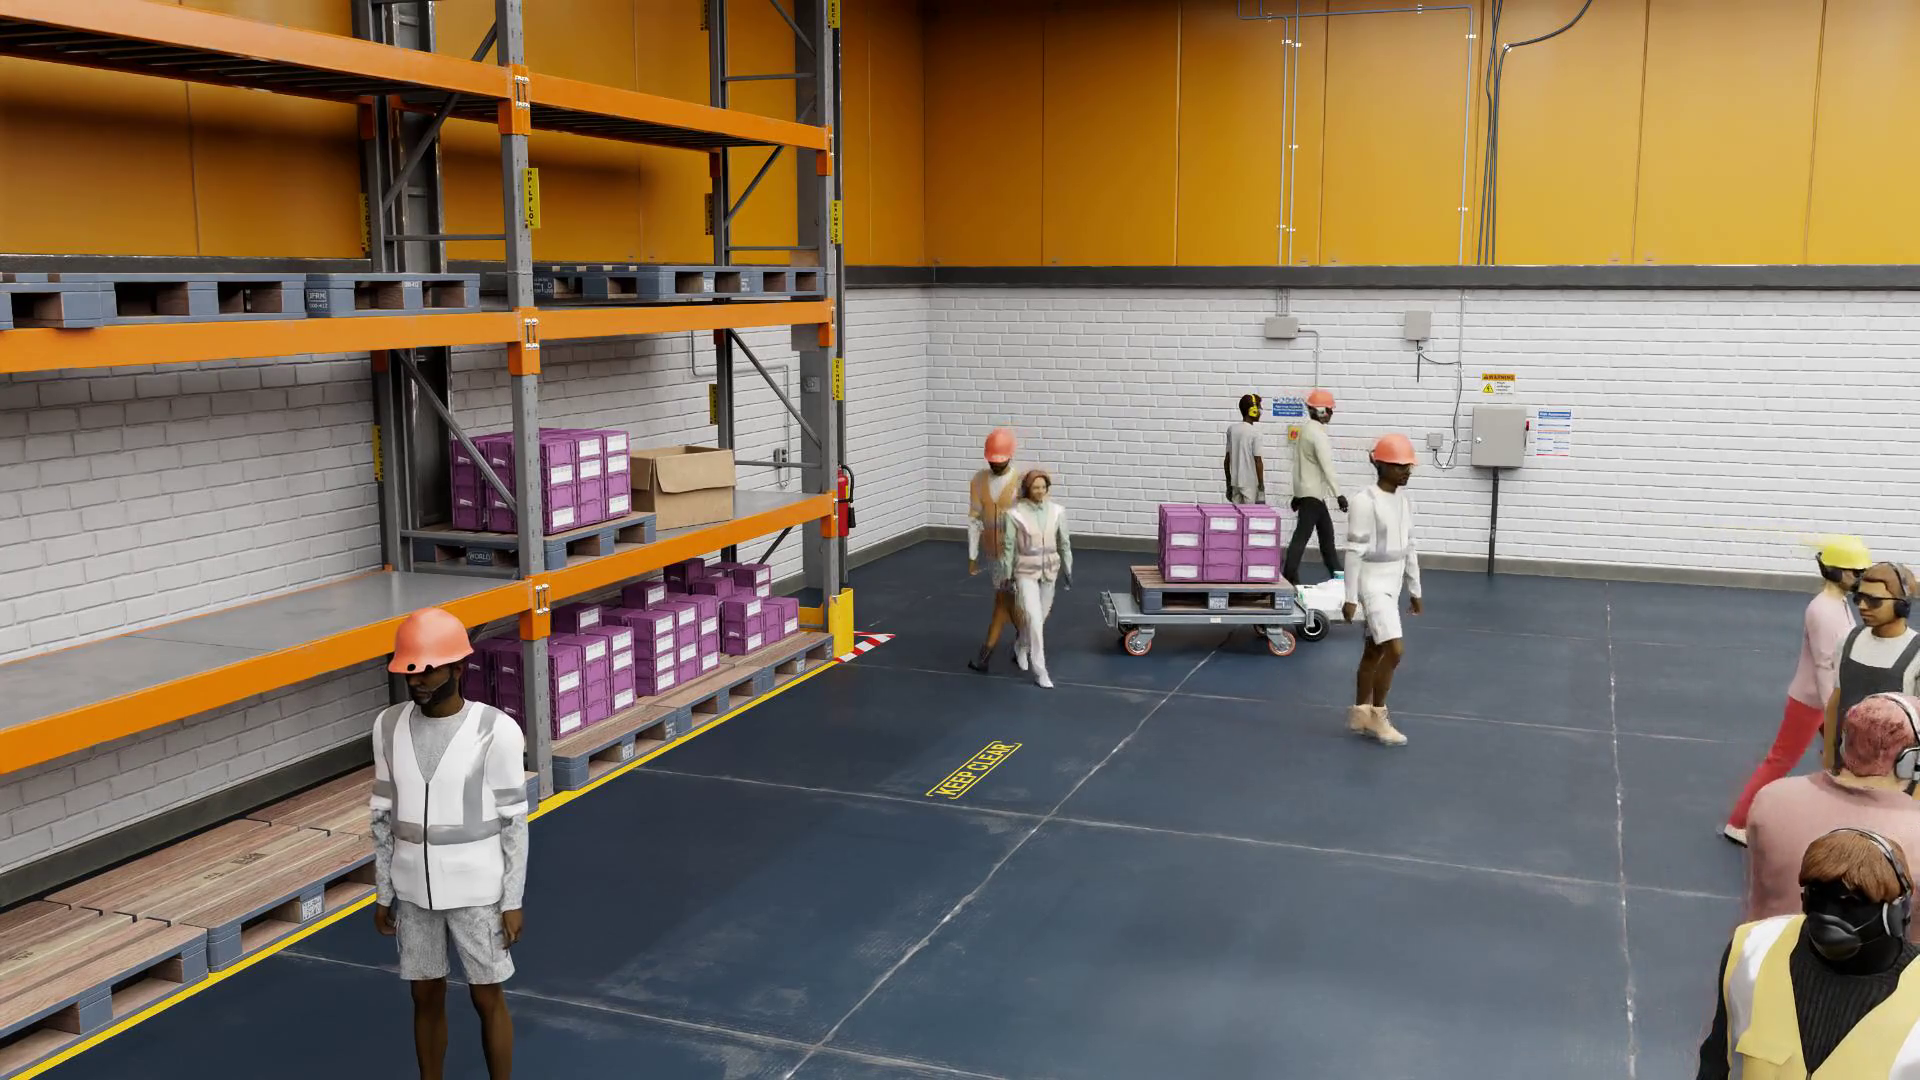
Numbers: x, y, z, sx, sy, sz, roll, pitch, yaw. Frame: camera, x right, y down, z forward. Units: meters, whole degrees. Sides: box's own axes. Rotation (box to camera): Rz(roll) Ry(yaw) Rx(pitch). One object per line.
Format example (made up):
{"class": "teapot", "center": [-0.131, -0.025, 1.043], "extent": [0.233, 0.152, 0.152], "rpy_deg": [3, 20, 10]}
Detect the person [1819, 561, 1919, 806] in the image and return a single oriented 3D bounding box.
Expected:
{"class": "person", "center": [3.884, 0.998, 7.064], "extent": [0.326, 1.843, 0.515], "rpy_deg": [-4, 10, -24]}

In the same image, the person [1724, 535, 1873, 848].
{"class": "person", "center": [4.460, 0.822, 8.574], "extent": [0.925, 1.715, 0.549], "rpy_deg": [7, 12, 39]}

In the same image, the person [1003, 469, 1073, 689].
{"class": "person", "center": [0.558, 0.252, 12.498], "extent": [0.524, 1.604, 0.813], "rpy_deg": [-4, 10, -24]}

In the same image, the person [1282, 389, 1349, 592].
{"class": "person", "center": [3.470, -0.435, 15.695], "extent": [0.930, 1.951, 0.628], "rpy_deg": [0, 9, 2]}

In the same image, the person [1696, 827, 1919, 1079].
{"class": "person", "center": [1.926, 1.533, 3.714], "extent": [0.429, 1.845, 0.621], "rpy_deg": [-8, 12, -41]}

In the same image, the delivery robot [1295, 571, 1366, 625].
{"class": "delivery robot", "center": [3.174, 0.504, 13.911], "extent": [0.707, 0.478, 0.477], "rpy_deg": [1, 9, 6]}

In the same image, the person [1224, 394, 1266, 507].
{"class": "person", "center": [2.839, -0.516, 16.505], "extent": [0.310, 1.864, 0.533], "rpy_deg": [-6, 11, -33]}

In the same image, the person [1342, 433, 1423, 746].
{"class": "person", "center": [2.793, 0.326, 10.709], "extent": [0.641, 2.023, 0.647], "rpy_deg": [9, 12, 43]}

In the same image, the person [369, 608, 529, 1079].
{"class": "person", "center": [-1.740, 1.179, 5.634], "extent": [0.551, 1.936, 0.356], "rpy_deg": [2, 9, 10]}

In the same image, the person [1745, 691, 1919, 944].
{"class": "person", "center": [2.491, 1.353, 4.732], "extent": [0.777, 1.881, 0.655], "rpy_deg": [-6, 11, -35]}

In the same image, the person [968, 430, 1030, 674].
{"class": "person", "center": [0.329, 0.079, 12.766], "extent": [0.558, 1.859, 0.989], "rpy_deg": [6, 11, 32]}
